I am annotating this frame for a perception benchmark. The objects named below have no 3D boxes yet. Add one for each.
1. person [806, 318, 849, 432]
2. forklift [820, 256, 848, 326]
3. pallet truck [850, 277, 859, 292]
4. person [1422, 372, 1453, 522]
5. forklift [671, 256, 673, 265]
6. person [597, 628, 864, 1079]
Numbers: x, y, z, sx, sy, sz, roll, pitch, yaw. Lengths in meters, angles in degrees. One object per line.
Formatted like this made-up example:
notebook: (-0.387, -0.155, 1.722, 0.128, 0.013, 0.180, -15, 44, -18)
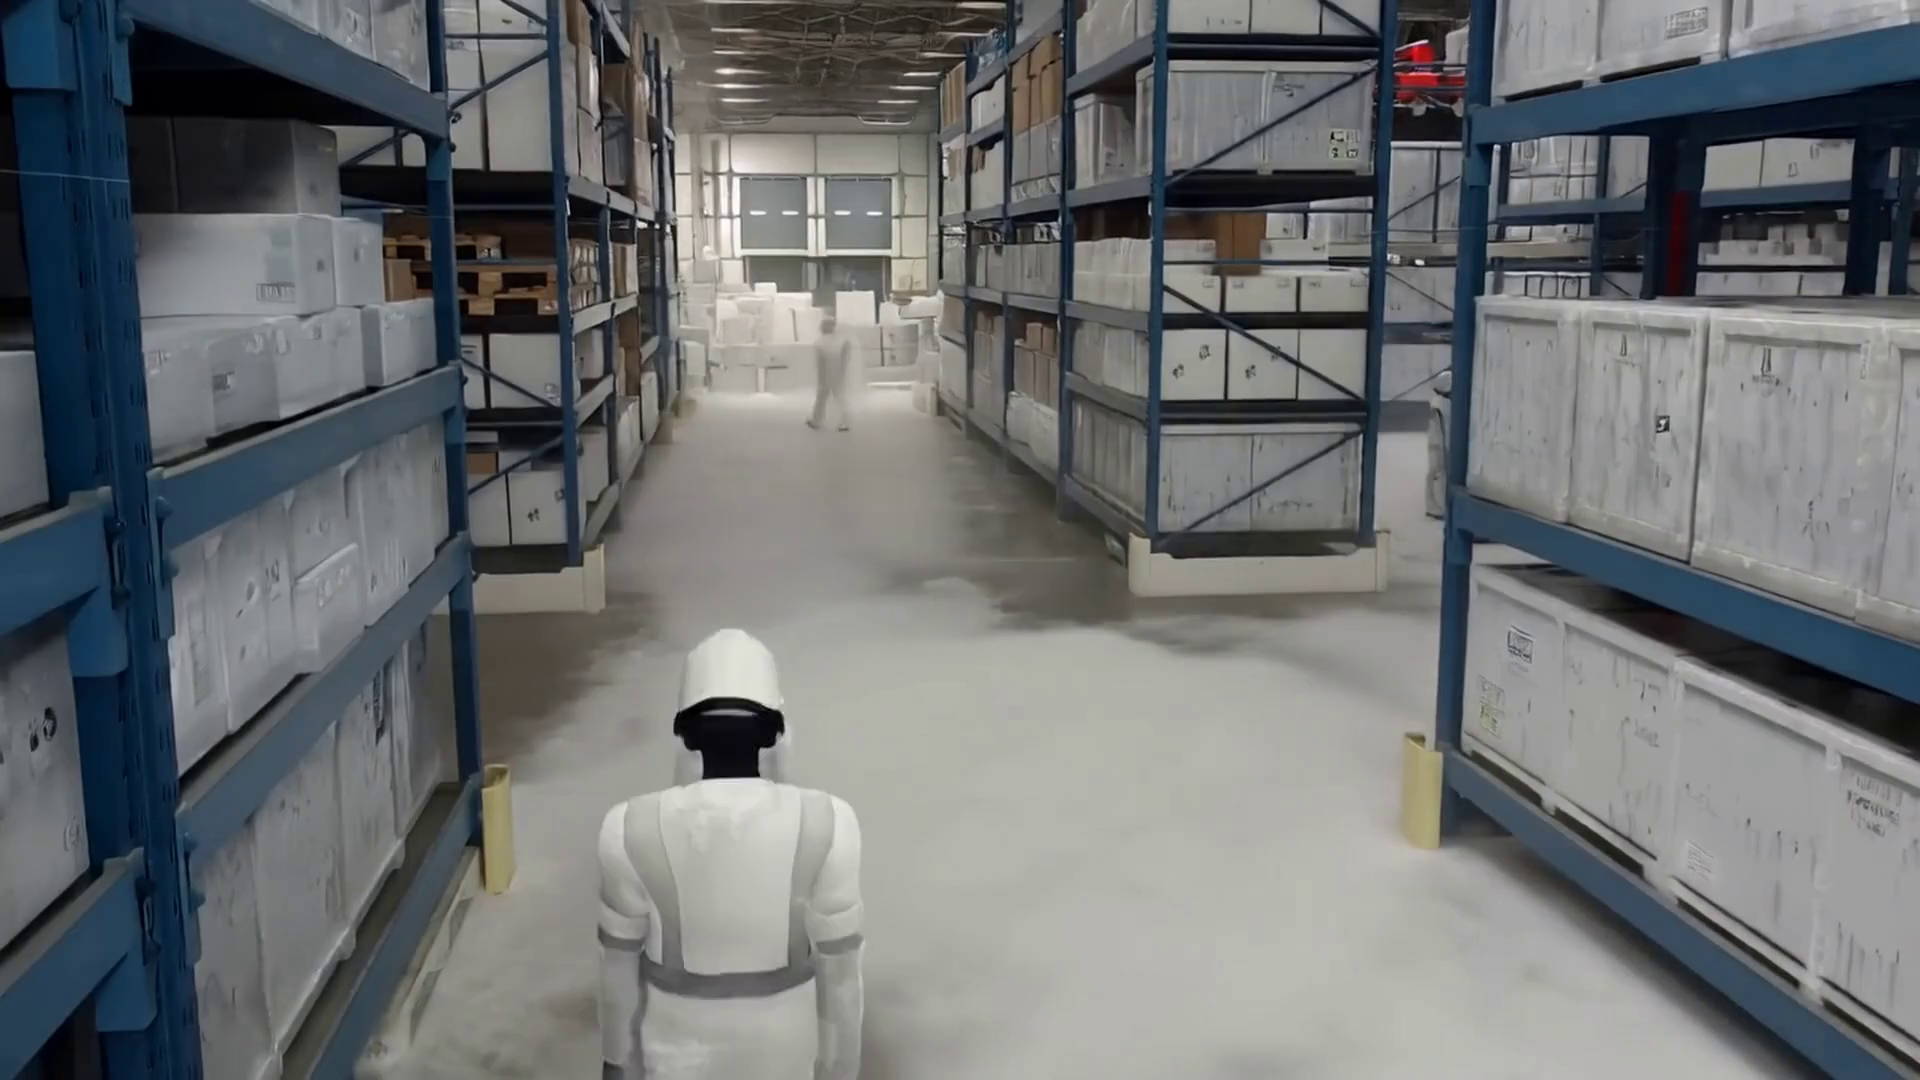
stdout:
person: (-2.159, -2.707, 27.312, 0.656, 1.859, 0.991, -7, 12, -34)
forklift: (-4.315, -8.372, 57.305, 1.129, 2.768, 1.873, -6, 12, -33)
pallet truck: (-3.782, -9.391, 65.808, 1.885, 1.965, 0.823, 2, 10, 10)
person: (5.240, -1.009, 18.105, 0.318, 1.624, 0.523, -1, 10, -3)
forklift: (-10.987, -9.066, 61.344, 1.129, 2.768, 1.873, -1, 10, -7)
person: (-0.566, 1.204, 4.043, 0.626, 2.020, 0.648, -2, 10, -12)
